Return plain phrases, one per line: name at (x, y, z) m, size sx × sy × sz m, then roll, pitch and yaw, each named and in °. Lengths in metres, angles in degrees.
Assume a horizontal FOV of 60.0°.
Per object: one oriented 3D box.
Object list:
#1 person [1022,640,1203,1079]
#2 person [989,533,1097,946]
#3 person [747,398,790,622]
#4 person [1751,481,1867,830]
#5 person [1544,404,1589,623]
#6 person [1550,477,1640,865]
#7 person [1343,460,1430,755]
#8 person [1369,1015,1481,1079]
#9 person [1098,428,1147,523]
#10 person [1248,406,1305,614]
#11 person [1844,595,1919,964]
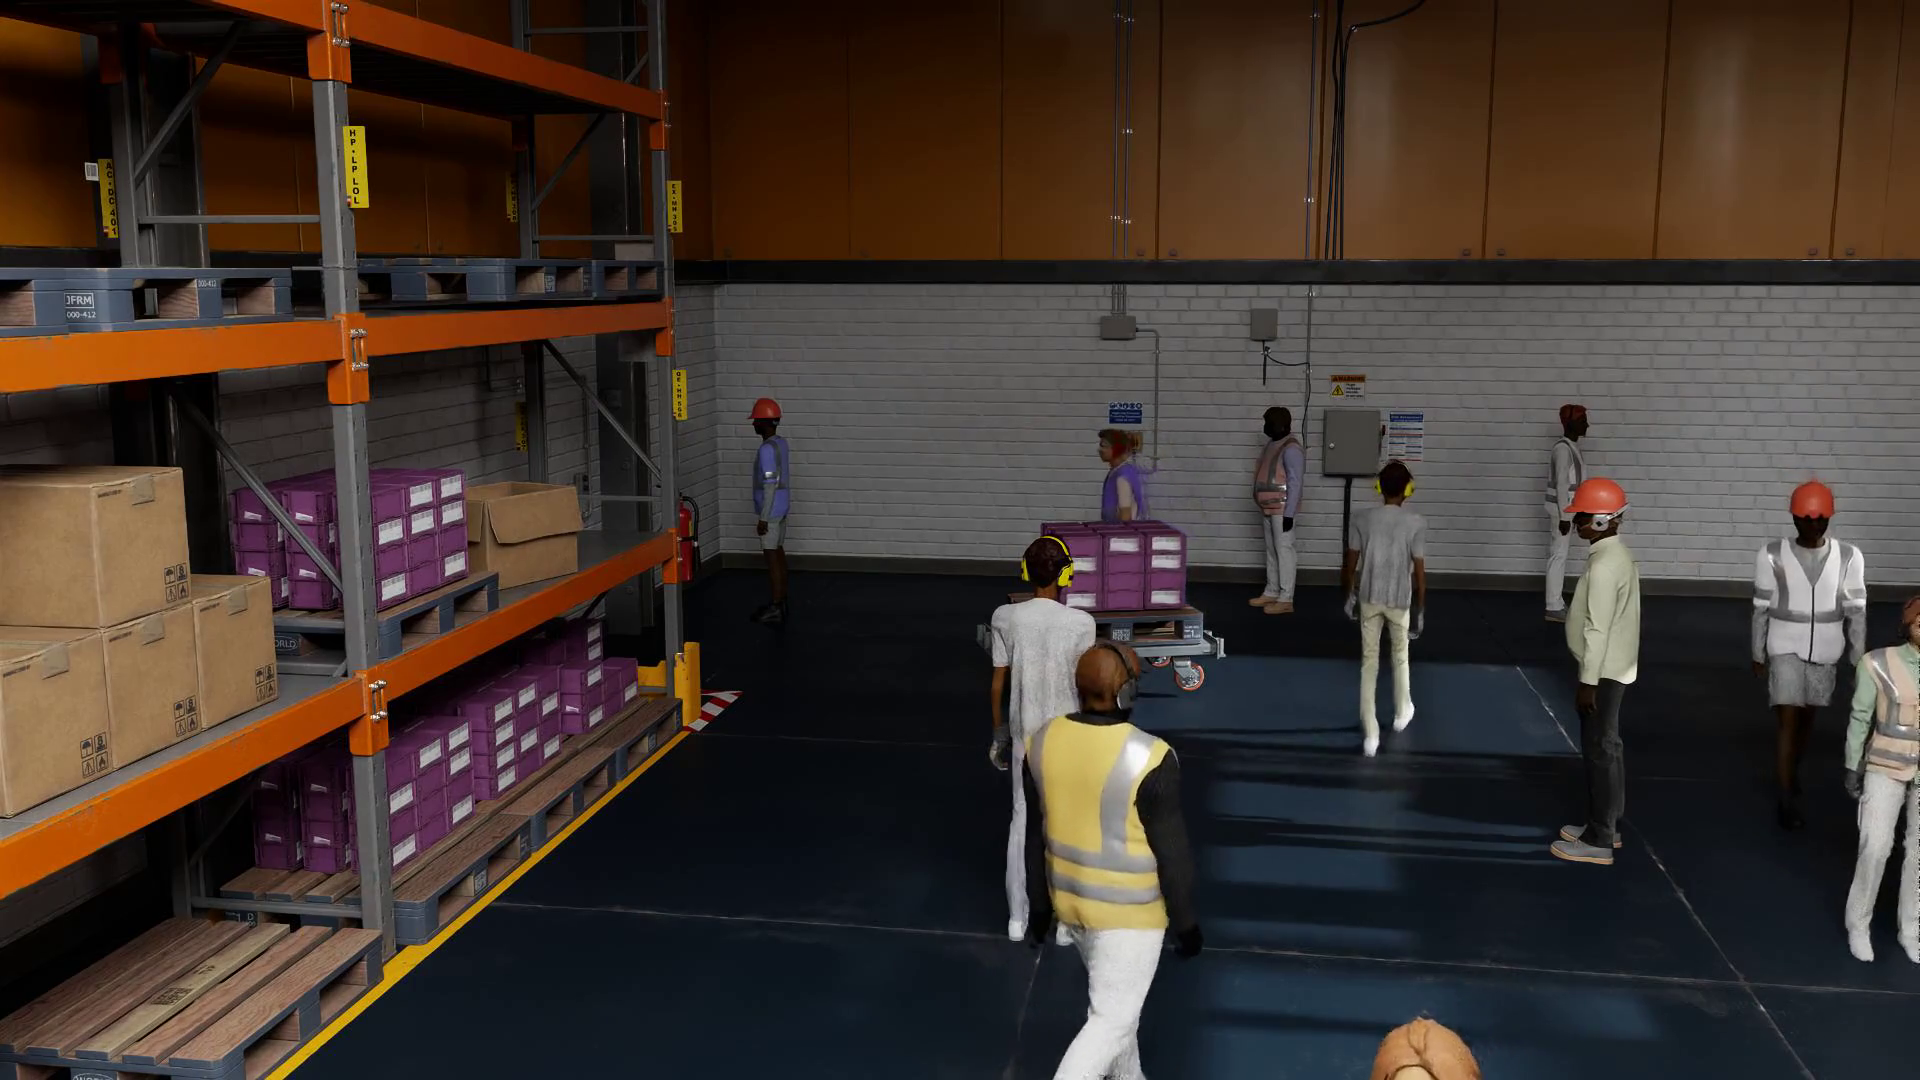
person at (0.465, 1.235, 5.612) m, size 0.897 × 1.808 × 0.623 m, roll -8°, pitch 12°, yaw -40°
person at (0.389, 0.896, 7.496) m, size 0.532 × 1.871 × 0.321 m, roll 3°, pitch 10°, yaw 18°
person at (-1.661, -0.262, 14.427) m, size 0.356 × 1.937 × 0.552 m, roll 1°, pitch 9°, yaw 6°
person at (4.730, 0.596, 9.324) m, size 0.553 × 1.891 × 1.008 m, roll 2°, pitch 10°, yaw 15°
person at (5.259, -0.234, 14.426) m, size 0.354 × 1.883 × 0.573 m, roll 4°, pitch 10°, yaw 23°
person at (3.278, 0.666, 8.583) m, size 0.408 × 1.987 × 0.607 m, roll 4°, pitch 10°, yaw 25°
person at (2.727, 0.400, 10.677) m, size 0.543 × 1.823 × 0.949 m, roll 4°, pitch 10°, yaw 21°
person at (0.903, 1.705, 3.276) m, size 0.522 × 1.620 × 0.387 m, roll 6°, pitch 11°, yaw 31°
person at (1.375, 0.008, 13.196) m, size 0.921 × 1.809 × 0.575 m, roll 0°, pitch 9°, yaw -2°
person at (2.818, -0.268, 14.776) m, size 0.430 × 1.840 × 0.622 m, roll -1°, pitch 9°, yaw -9°
person at (4.179, 1.047, 7.298) m, size 0.537 × 1.632 × 0.376 m, roll 2°, pitch 9°, yaw 13°
